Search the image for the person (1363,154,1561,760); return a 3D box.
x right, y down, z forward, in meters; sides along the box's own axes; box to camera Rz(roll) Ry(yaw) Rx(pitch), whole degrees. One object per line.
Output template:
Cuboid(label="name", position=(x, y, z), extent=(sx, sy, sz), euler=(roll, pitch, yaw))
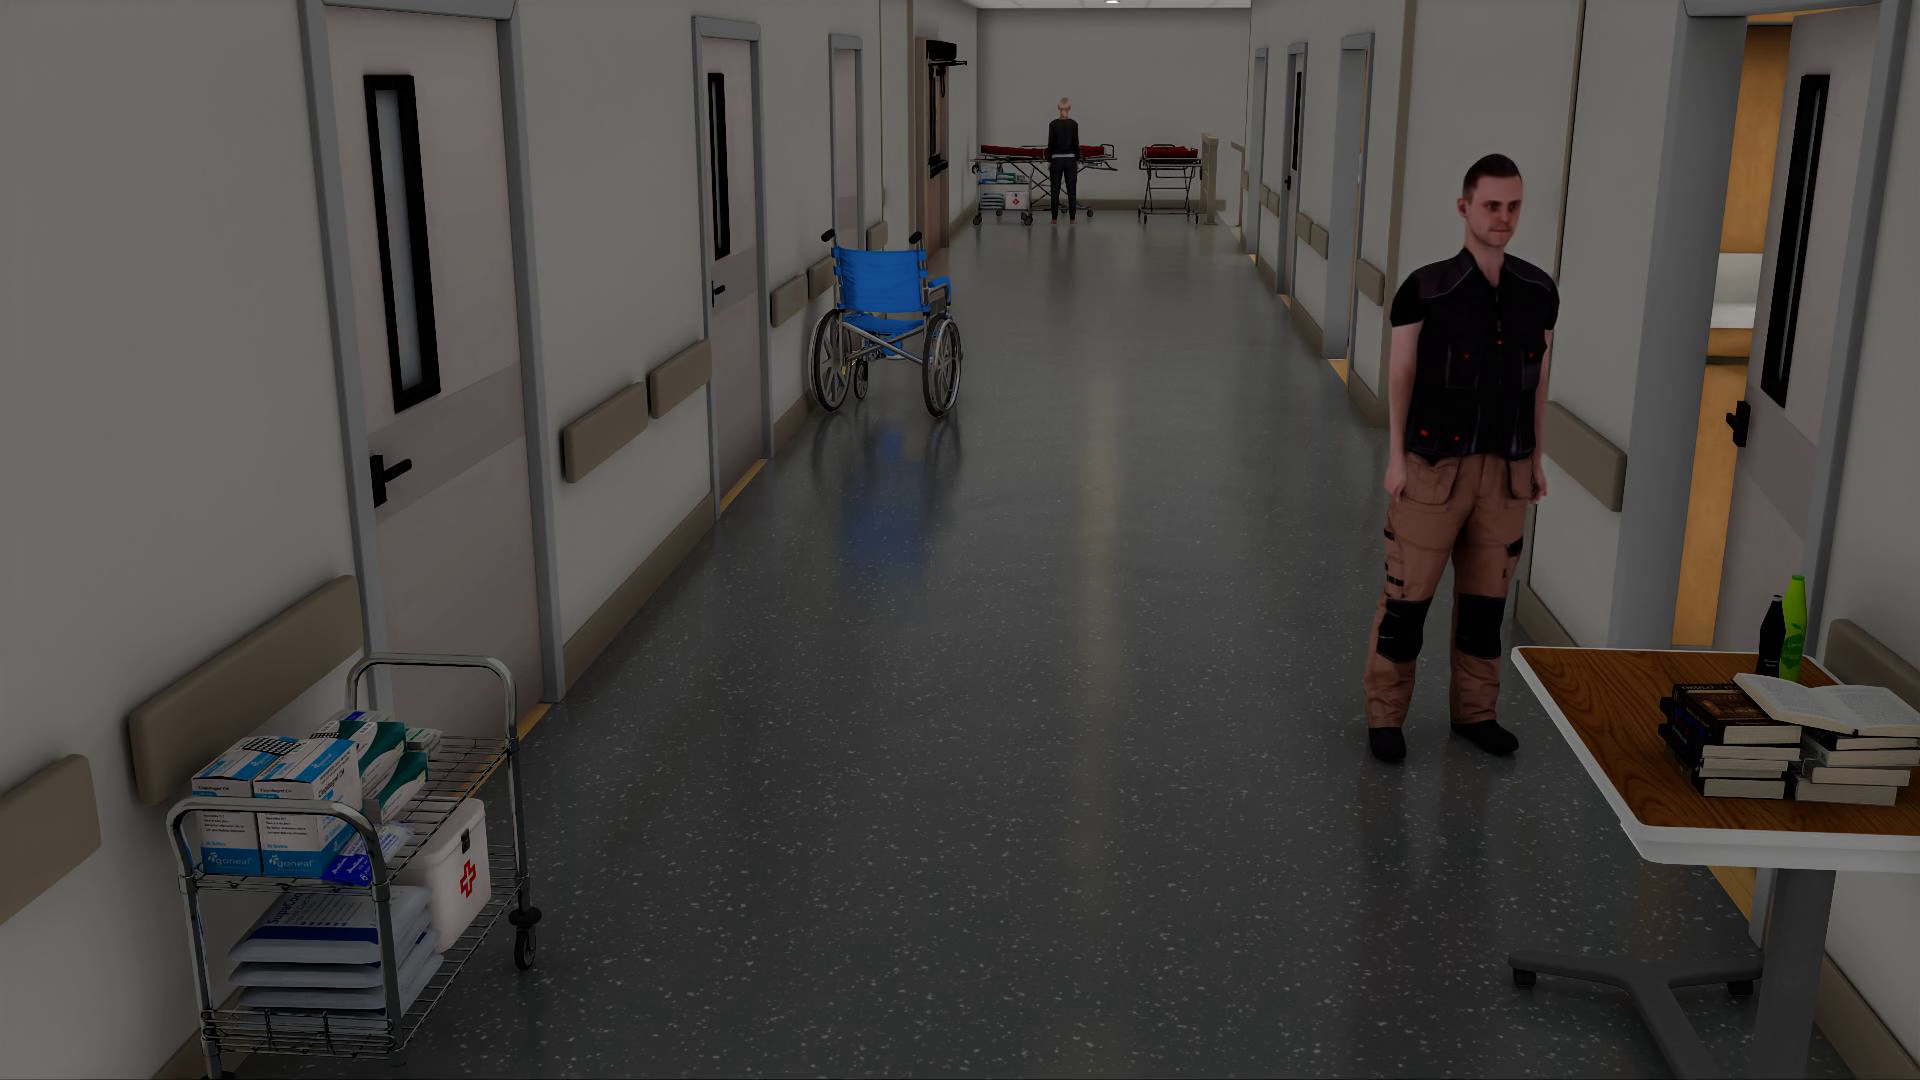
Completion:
Cuboid(label="person", position=(1.539, -0.246, 5.100), extent=(0.729, 1.843, 0.663), euler=(-2, 16, -7))

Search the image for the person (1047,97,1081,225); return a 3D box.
Cuboid(label="person", position=(1.449, -5.322, 23.320), extent=(0.623, 1.726, 0.523), euler=(0, 16, 1))
